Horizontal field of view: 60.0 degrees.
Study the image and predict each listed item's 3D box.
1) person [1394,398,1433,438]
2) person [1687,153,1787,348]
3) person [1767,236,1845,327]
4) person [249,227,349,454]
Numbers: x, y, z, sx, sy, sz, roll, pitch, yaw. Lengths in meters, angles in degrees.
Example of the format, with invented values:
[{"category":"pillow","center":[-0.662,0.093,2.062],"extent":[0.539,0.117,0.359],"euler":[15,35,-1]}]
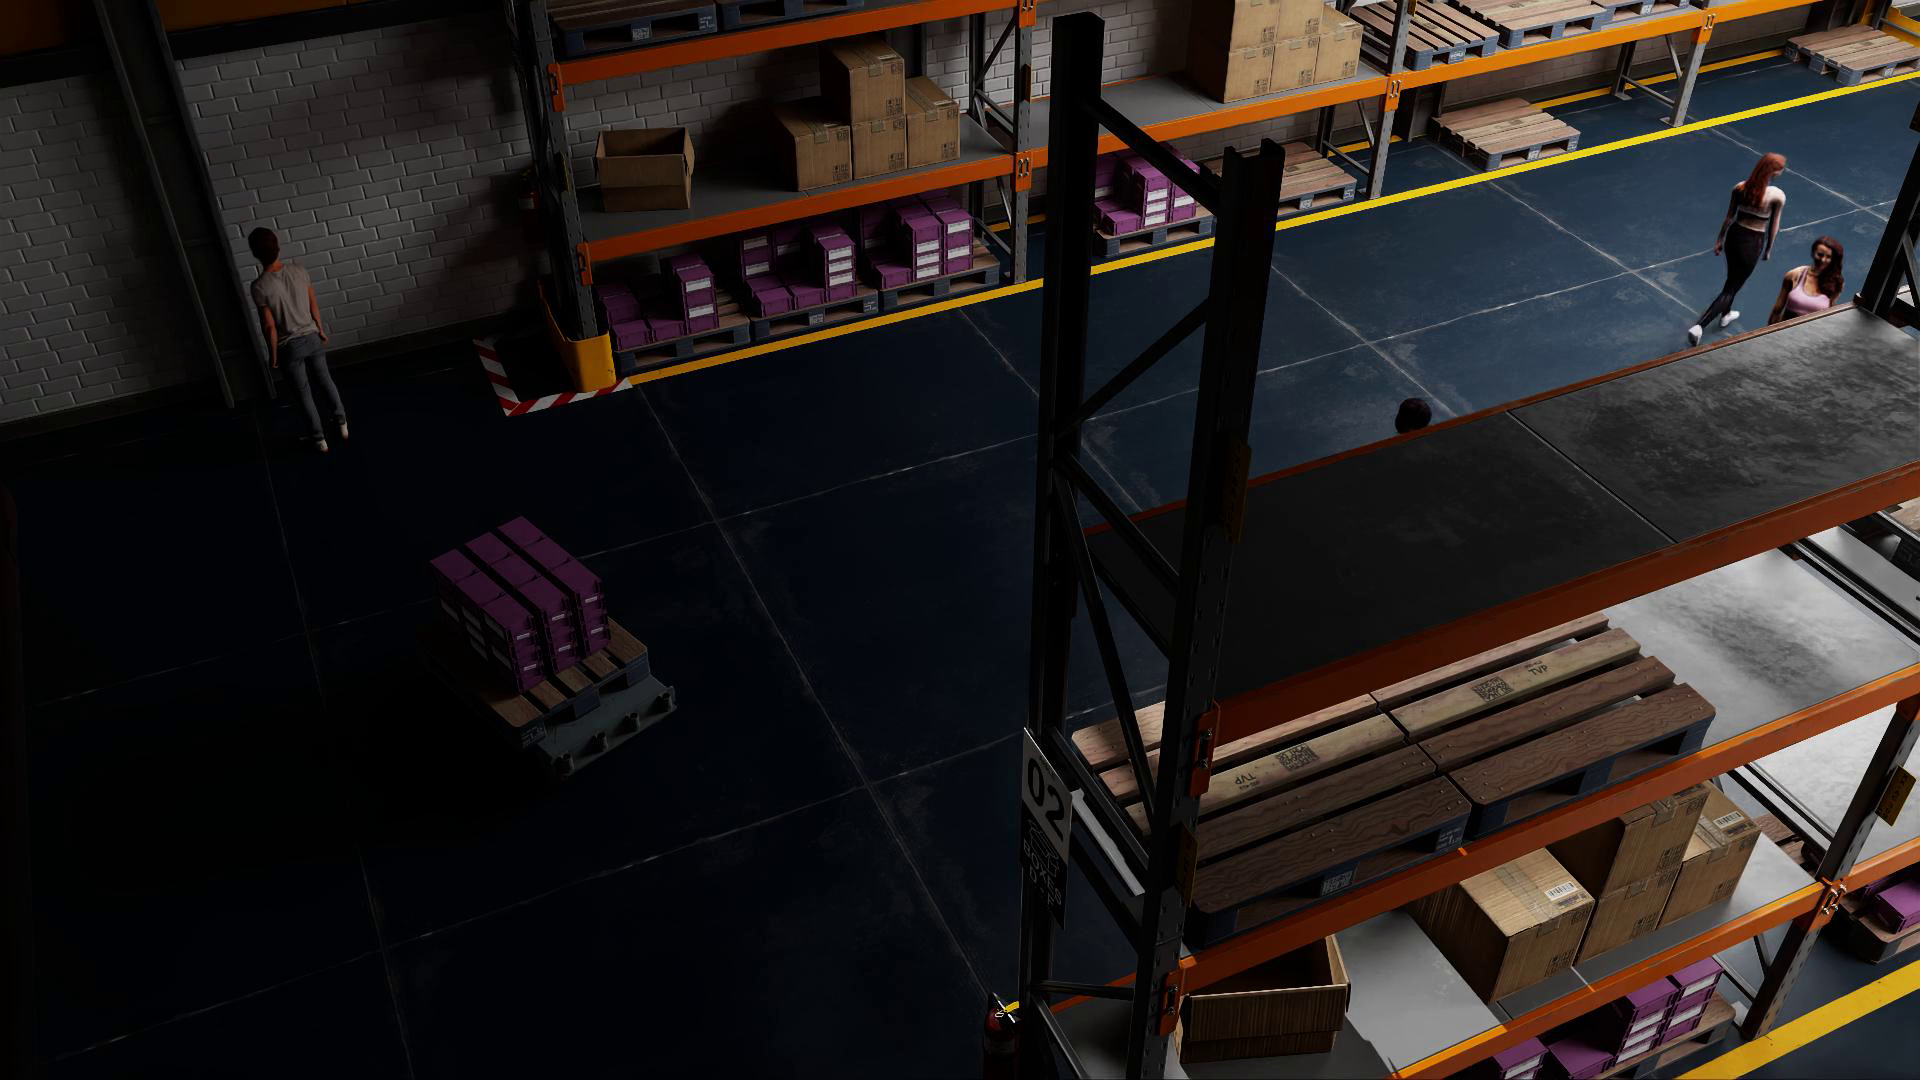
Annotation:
[{"category":"person","center":[3.162,-0.319,11.617],"extent":[0.944,1.535,0.768],"euler":[-1,39,-2]},{"category":"person","center":[6.594,-2.420,14.104],"extent":[1.254,1.714,0.831],"euler":[-30,47,-32]},{"category":"person","center":[6.490,-1.554,12.980],"extent":[0.686,1.764,0.744],"euler":[13,41,16]},{"category":"person","center":[-5.128,-1.538,12.855],"extent":[0.794,1.895,0.660],"euler":[26,45,29]}]
